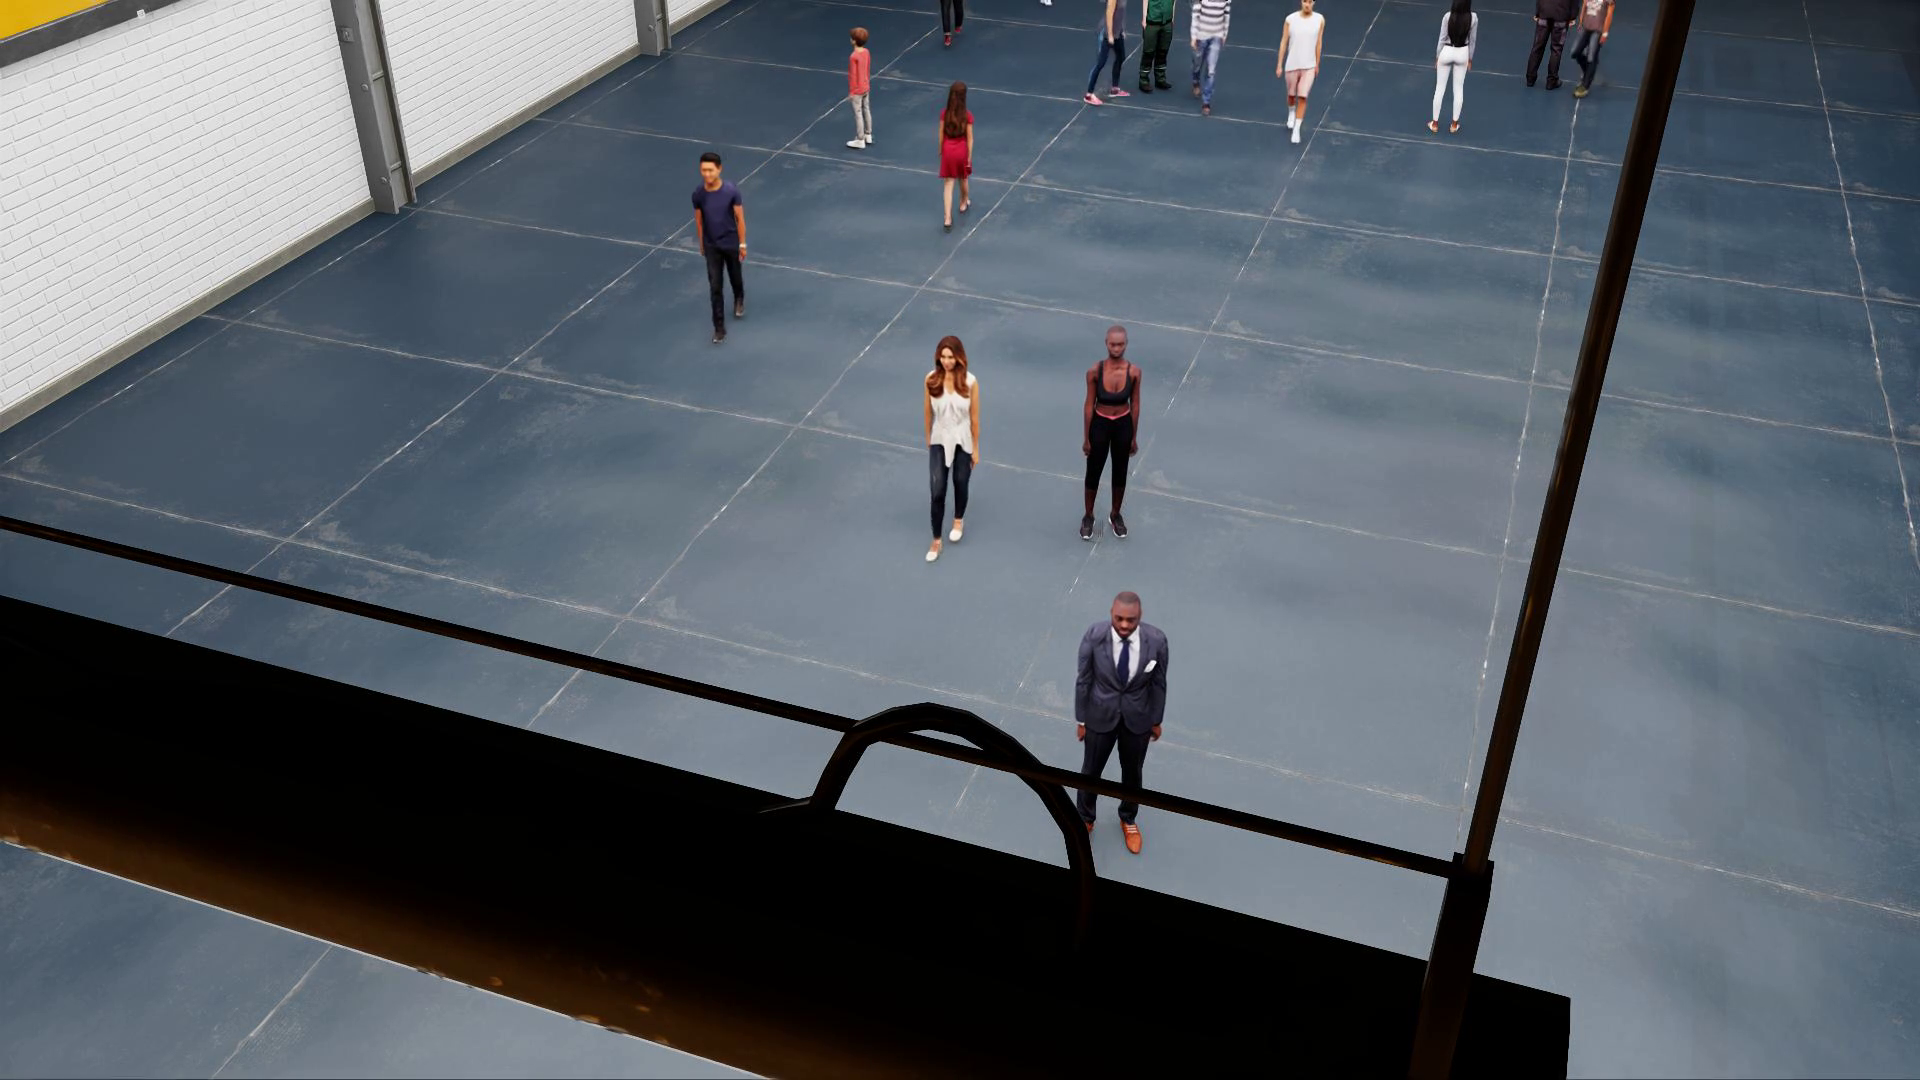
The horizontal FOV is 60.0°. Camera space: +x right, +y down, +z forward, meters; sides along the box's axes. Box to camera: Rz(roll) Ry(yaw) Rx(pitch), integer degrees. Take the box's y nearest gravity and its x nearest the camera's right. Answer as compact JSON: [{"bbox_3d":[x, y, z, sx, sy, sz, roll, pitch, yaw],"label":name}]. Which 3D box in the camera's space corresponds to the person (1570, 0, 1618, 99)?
[{"bbox_3d":[8.171,-6.562,21.260,0.846,1.769,0.798,-22,39,-29],"label":"person"}]

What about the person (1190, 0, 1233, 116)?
[{"bbox_3d":[3.097,-6.340,20.884,0.866,1.815,1.183,2,34,4],"label":"person"}]

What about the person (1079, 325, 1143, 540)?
[{"bbox_3d":[1.148,-0.830,12.647,0.650,1.757,0.651,-1,34,-1],"label":"person"}]

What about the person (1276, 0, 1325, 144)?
[{"bbox_3d":[4.106,-5.747,20.052,0.759,1.748,1.172,7,34,10],"label":"person"}]

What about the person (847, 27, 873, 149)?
[{"bbox_3d":[-1.194,-5.402,19.832,0.610,1.417,0.474,17,37,24],"label":"person"}]

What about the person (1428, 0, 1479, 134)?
[{"bbox_3d":[5.994,-5.827,20.194,0.630,1.724,0.577,5,34,8],"label":"person"}]

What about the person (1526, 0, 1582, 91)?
[{"bbox_3d":[7.694,-6.790,21.540,0.777,1.838,0.665,20,39,28],"label":"person"}]

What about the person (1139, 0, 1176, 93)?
[{"bbox_3d":[2.554,-6.716,21.427,0.709,1.840,0.774,-15,37,-22],"label":"person"}]

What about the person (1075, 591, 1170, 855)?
[{"bbox_3d":[0.927,1.045,9.765,0.756,1.824,0.717,1,34,2],"label":"person"}]

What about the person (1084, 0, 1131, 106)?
[{"bbox_3d":[1.867,-6.419,21.106,0.677,1.700,0.681,19,38,26],"label":"person"}]

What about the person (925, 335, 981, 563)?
[{"bbox_3d":[-0.027,-0.763,12.541,0.700,1.763,0.928,4,34,6],"label":"person"}]

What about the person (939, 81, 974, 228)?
[{"bbox_3d":[-0.072,-4.091,17.768,0.702,1.519,1.084,5,34,7],"label":"person"}]

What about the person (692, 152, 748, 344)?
[{"bbox_3d":[-2.205,-2.810,15.626,0.903,1.757,1.214,1,34,1],"label":"person"}]
